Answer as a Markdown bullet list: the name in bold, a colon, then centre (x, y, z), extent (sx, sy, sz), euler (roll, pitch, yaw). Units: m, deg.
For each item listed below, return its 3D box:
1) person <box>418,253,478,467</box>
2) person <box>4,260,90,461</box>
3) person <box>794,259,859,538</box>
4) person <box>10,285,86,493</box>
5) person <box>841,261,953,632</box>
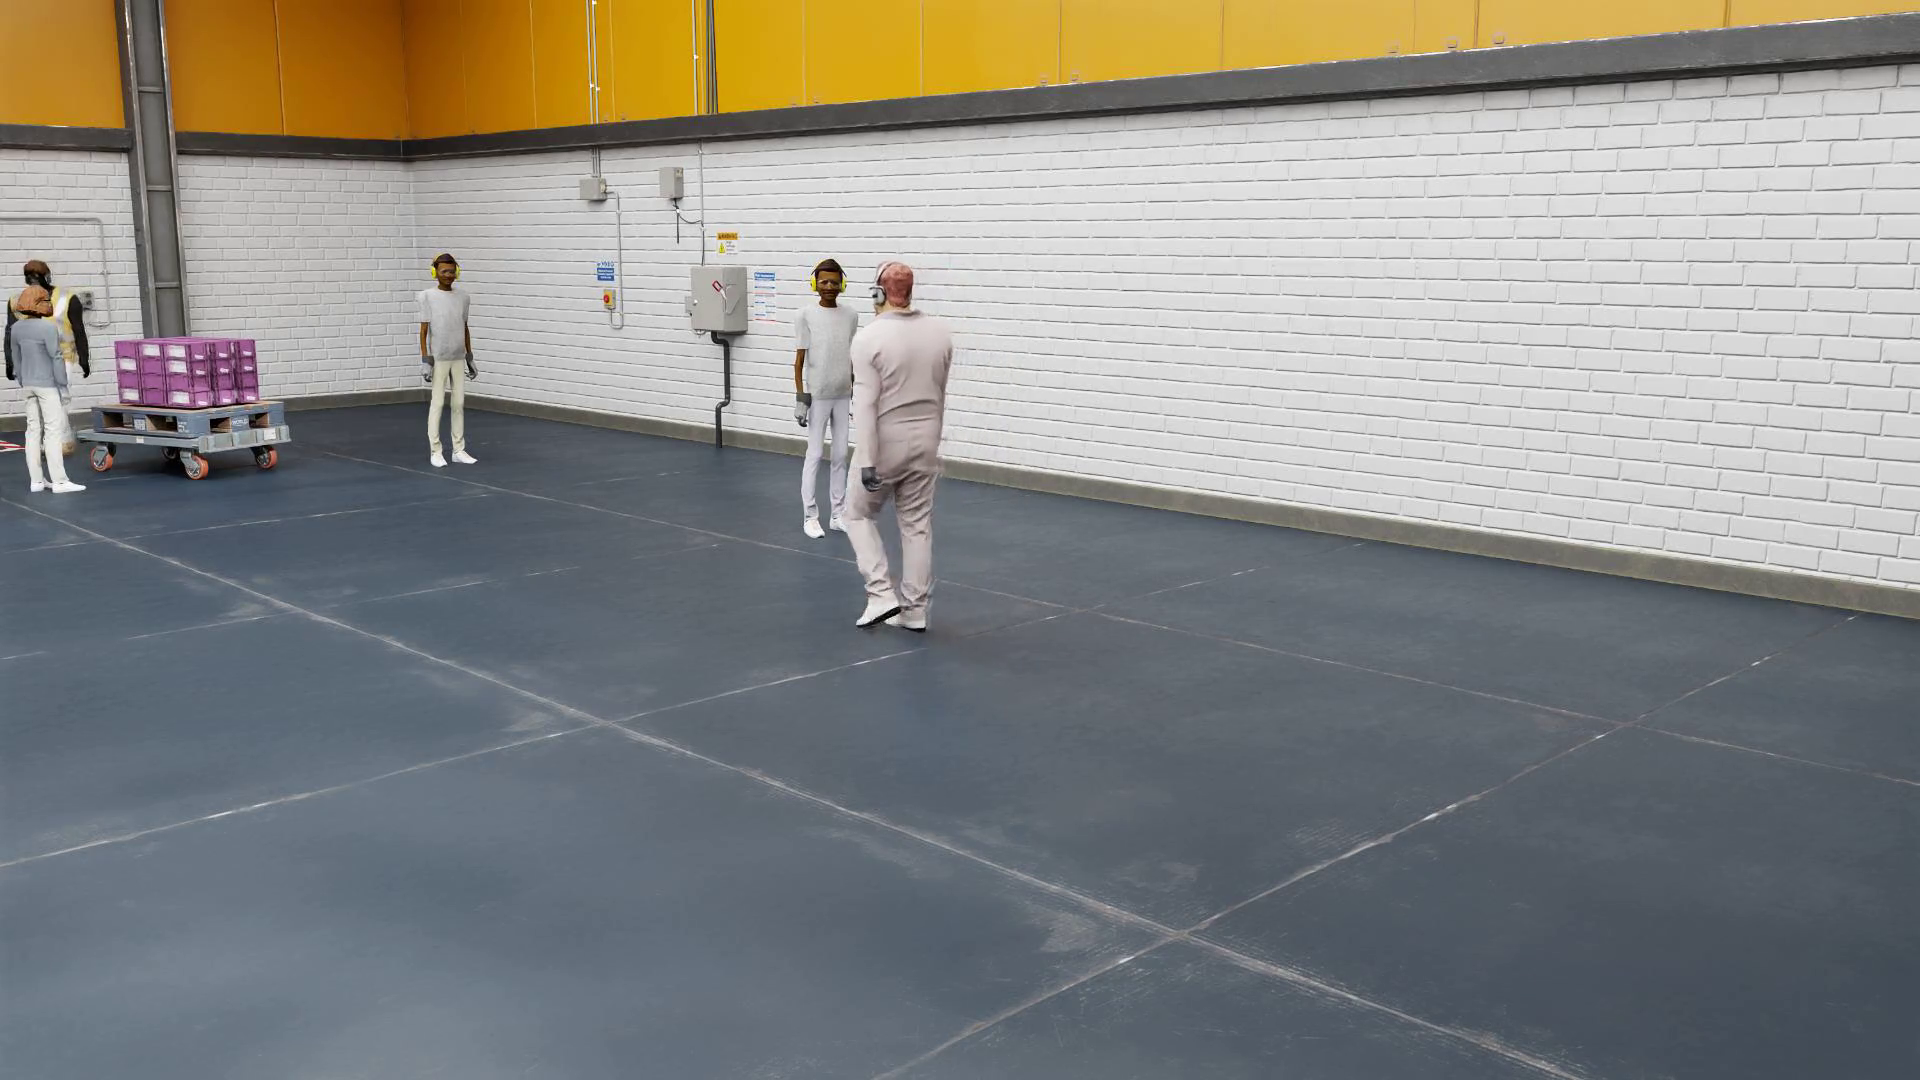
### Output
- **person**: centre (-4.502, -1.581, 14.648), extent (0.313, 1.865, 0.528), euler (9, 14, 42)
- **person**: centre (-8.271, -1.611, 15.005), extent (0.649, 1.788, 0.963), euler (-1, 10, -5)
- **person**: centre (-0.873, -0.955, 11.220), extent (0.538, 1.869, 0.312), euler (-8, 13, -36)
- **person**: centre (-7.226, -1.186, 13.120), extent (0.498, 1.634, 0.278), euler (4, 11, 22)
- **person**: centre (-0.333, -0.462, 8.482), extent (0.648, 1.891, 0.448), euler (-8, 13, -36)
